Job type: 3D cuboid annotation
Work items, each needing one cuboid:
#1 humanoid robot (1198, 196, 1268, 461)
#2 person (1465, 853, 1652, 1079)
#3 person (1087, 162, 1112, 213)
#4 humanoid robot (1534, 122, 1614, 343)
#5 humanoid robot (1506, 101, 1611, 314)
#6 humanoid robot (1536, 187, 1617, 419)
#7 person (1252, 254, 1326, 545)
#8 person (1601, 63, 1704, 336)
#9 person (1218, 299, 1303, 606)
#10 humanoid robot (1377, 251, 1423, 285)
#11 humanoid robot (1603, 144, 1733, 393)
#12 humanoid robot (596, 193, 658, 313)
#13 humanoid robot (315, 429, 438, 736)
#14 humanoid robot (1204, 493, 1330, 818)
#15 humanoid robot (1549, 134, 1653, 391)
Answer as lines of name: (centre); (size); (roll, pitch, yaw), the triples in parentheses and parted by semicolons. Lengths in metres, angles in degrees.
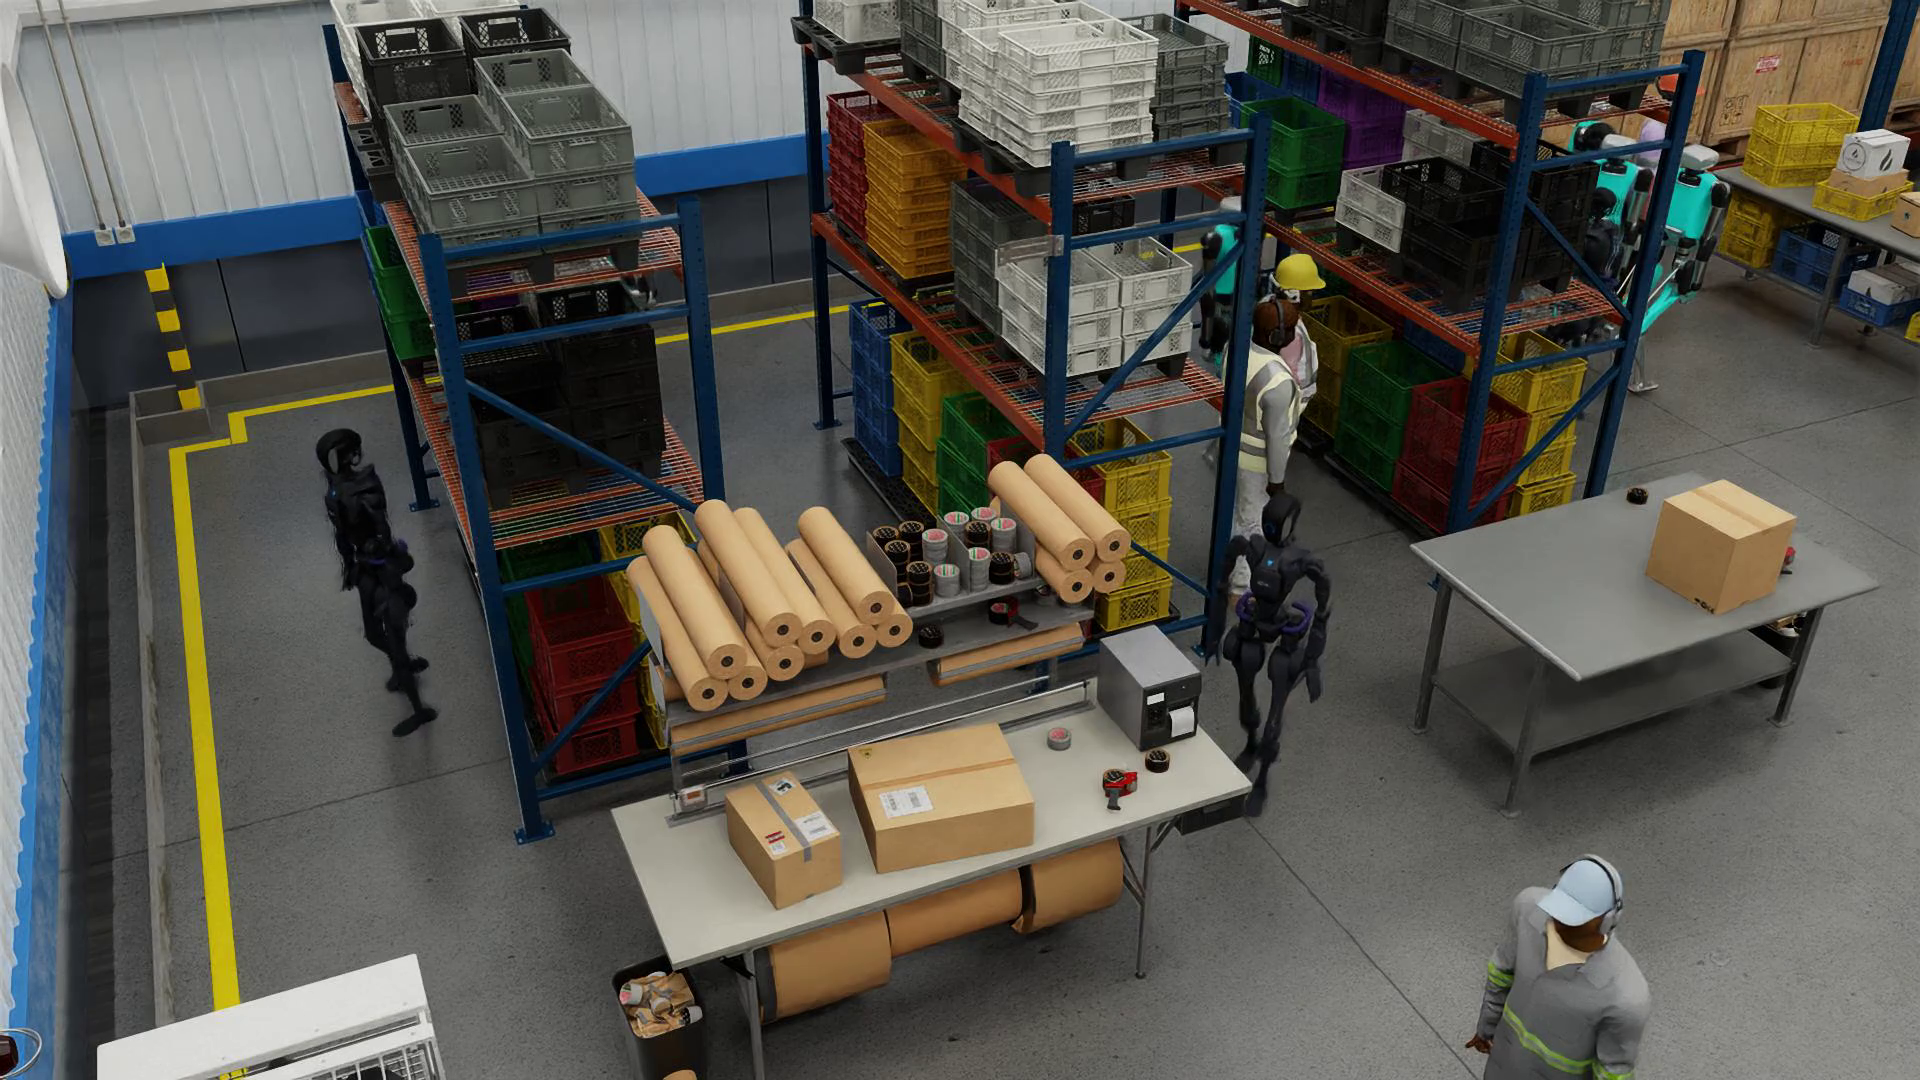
humanoid robot: (1.894, -1.236, 10.626); (0.547, 1.823, 0.781); (-23, 39, -33)
person: (1.937, 1.775, 5.578); (0.369, 1.852, 0.591); (-14, 34, -22)
person: (0.984, -2.908, 13.155); (0.355, 1.882, 0.573); (-27, 41, -36)
humanoid robot: (4.625, -2.240, 12.284); (0.600, 1.648, 0.450); (-19, 36, -28)
humanoid robot: (4.442, -2.575, 12.717); (0.741, 1.750, 0.534); (17, 36, 26)
humanoid robot: (4.145, -1.597, 11.215); (0.446, 1.647, 0.604); (27, 40, 36)
person: (1.889, -0.826, 9.820); (0.404, 1.829, 0.599); (-2, 32, -4)
person: (5.153, -2.530, 12.390); (0.371, 2.043, 0.604); (16, 35, 24)
person: (1.655, -0.487, 9.274); (0.431, 1.836, 0.617); (-10, 33, -16)
humanoid robot: (3.342, -2.147, 12.130); (0.596, 1.629, 0.656); (-19, 37, -28)
humanoid robot: (4.772, -1.833, 11.455); (0.745, 1.692, 0.531); (-20, 37, -29)
humanoid robot: (-2.396, -1.671, 11.383); (0.545, 1.894, 0.782); (-18, 36, -26)
humanoid robot: (-2.904, 0.154, 8.383); (0.393, 1.637, 0.608); (-27, 41, -37)
humanoid robot: (1.425, 0.505, 7.816); (0.603, 1.636, 0.612); (16, 35, 24)
humanoid robot: (4.402, -1.829, 11.651); (0.549, 1.885, 0.782); (11, 33, 17)
